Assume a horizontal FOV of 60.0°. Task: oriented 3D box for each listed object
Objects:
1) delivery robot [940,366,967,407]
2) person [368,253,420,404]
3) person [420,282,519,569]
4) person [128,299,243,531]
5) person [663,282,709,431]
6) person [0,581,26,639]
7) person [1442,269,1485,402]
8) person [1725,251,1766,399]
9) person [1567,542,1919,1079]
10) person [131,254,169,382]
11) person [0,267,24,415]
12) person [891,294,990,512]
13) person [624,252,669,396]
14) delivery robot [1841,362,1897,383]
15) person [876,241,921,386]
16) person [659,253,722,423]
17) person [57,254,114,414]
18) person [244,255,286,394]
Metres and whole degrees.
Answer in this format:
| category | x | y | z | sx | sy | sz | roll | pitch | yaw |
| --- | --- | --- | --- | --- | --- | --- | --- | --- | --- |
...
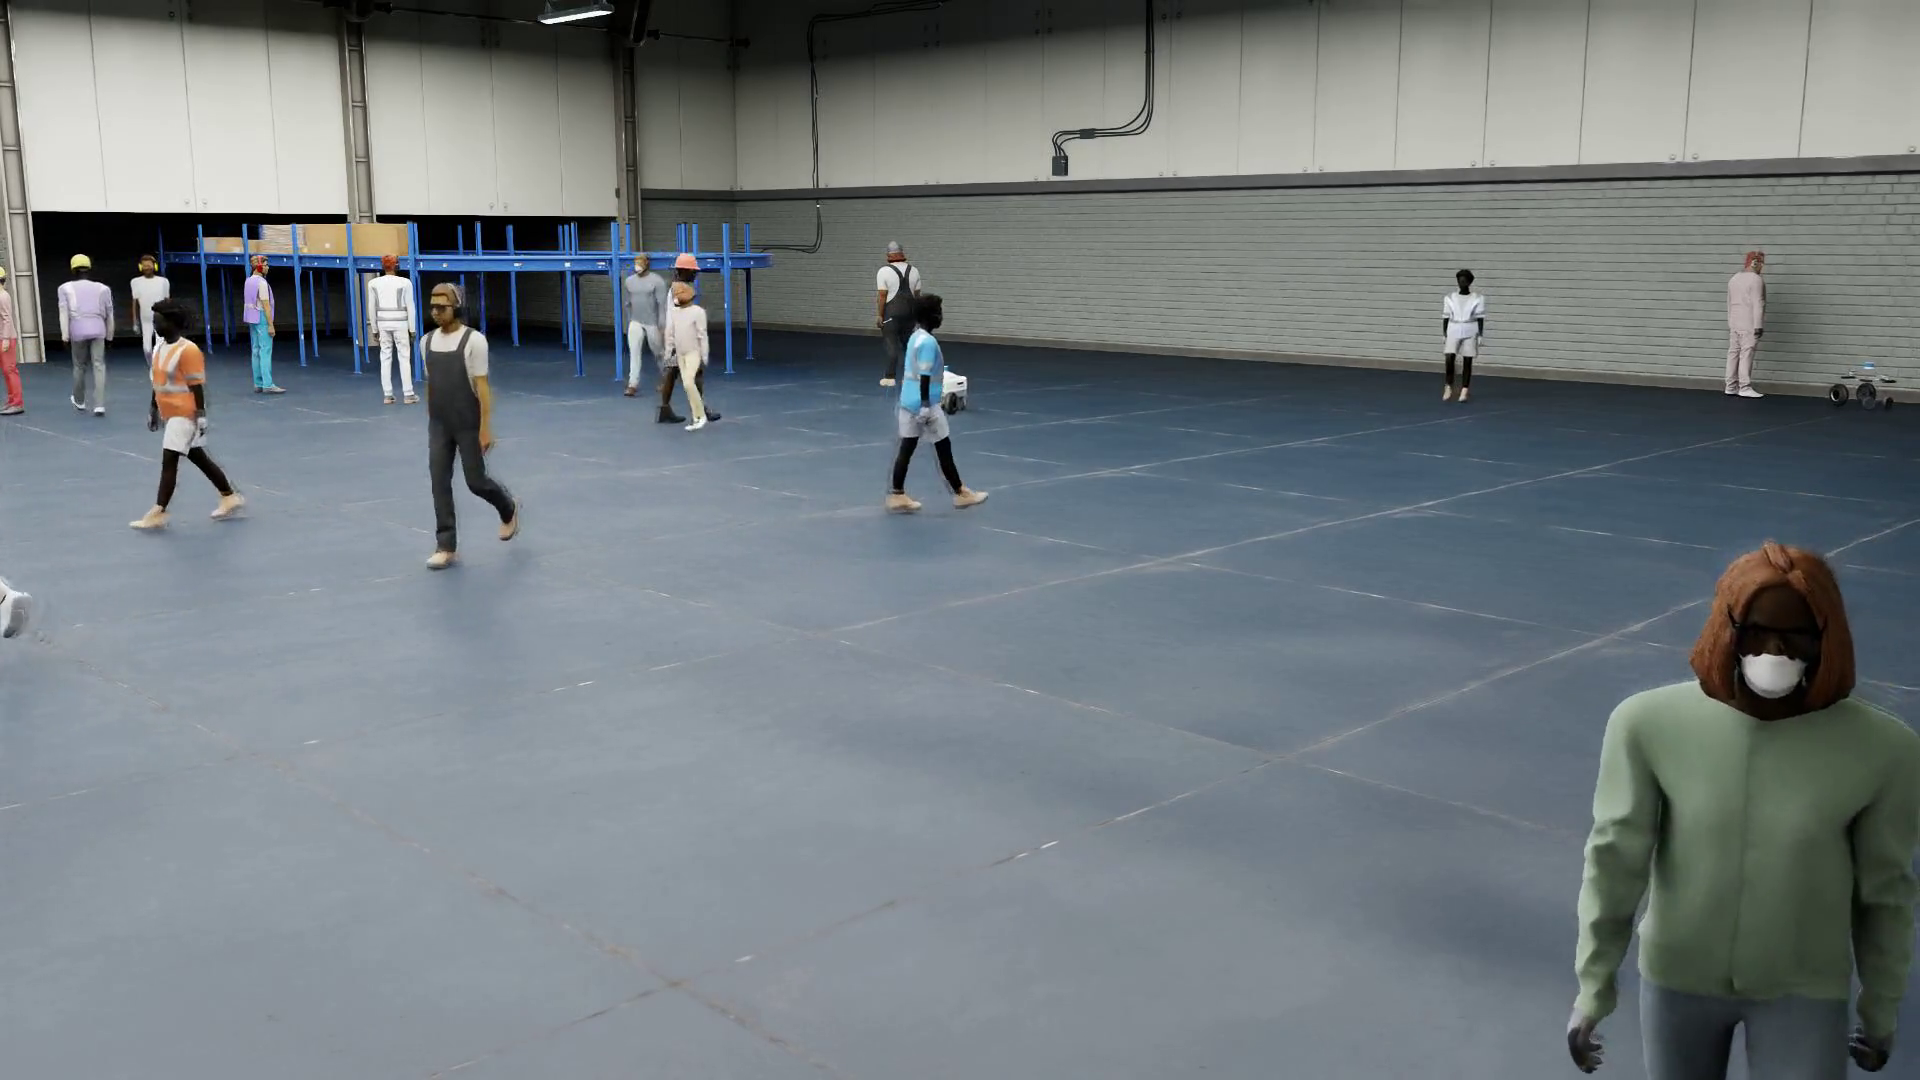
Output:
| category | x | y | z | sx | sy | sz | roll | pitch | yaw |
| --- | --- | --- | --- | --- | --- | --- | --- | --- | --- |
| delivery robot | -0.195 | -1.854 | 20.052 | 0.477 | 0.478 | 0.707 | 5 | 11 | 24 |
| person | -7.158 | -2.670 | 21.019 | 0.575 | 1.882 | 0.361 | 1 | 10 | 3 |
| person | -3.229 | -0.766 | 10.842 | 0.511 | 1.823 | 0.765 | 3 | 11 | 17 |
| person | -5.688 | -0.929 | 12.158 | 0.542 | 1.651 | 0.881 | 9 | 14 | 40 |
| person | -2.947 | -1.984 | 18.039 | 0.512 | 1.609 | 0.436 | 7 | 13 | 34 |
| person | -5.085 | -0.203 | 8.302 | 0.588 | 1.607 | 0.508 | 0 | 10 | 1 |
| person | 6.368 | -2.579 | 21.089 | 0.538 | 1.679 | 0.566 | 4 | 11 | 22 |
| person | 10.340 | -2.831 | 21.829 | 0.401 | 1.910 | 0.640 | -1 | 10 | -7 |
| person | 1.310 | 0.808 | 2.814 | 0.513 | 1.607 | 0.731 | 5 | 12 | 27 |
| person | -11.260 | -3.064 | 23.232 | 0.505 | 1.861 | 0.618 | -4 | 11 | -21 |
| person | -11.380 | -2.378 | 19.747 | 0.310 | 1.768 | 0.533 | -8 | 13 | -38 |
| person | -0.165 | -1.039 | 12.700 | 0.820 | 1.656 | 0.557 | -3 | 11 | -15 |
| person | -4.177 | -2.897 | 22.247 | 0.645 | 1.896 | 1.004 | 3 | 11 | 18 |
| delivery robot | 11.277 | -2.088 | 20.621 | 0.335 | 0.223 | 0.698 | -3 | 11 | -15 |
| person | -0.920 | -3.194 | 23.563 | 0.684 | 2.000 | 0.535 | -7 | 12 | -33 |
| person | -3.056 | -2.277 | 18.828 | 0.845 | 1.902 | 0.549 | -2 | 11 | -11 |
| person | -10.409 | -2.450 | 19.827 | 0.613 | 1.870 | 0.972 | -8 | 13 | -39 |
| person | -9.388 | -2.893 | 22.333 | 0.565 | 1.846 | 0.390 | 10 | 14 | 44 |
